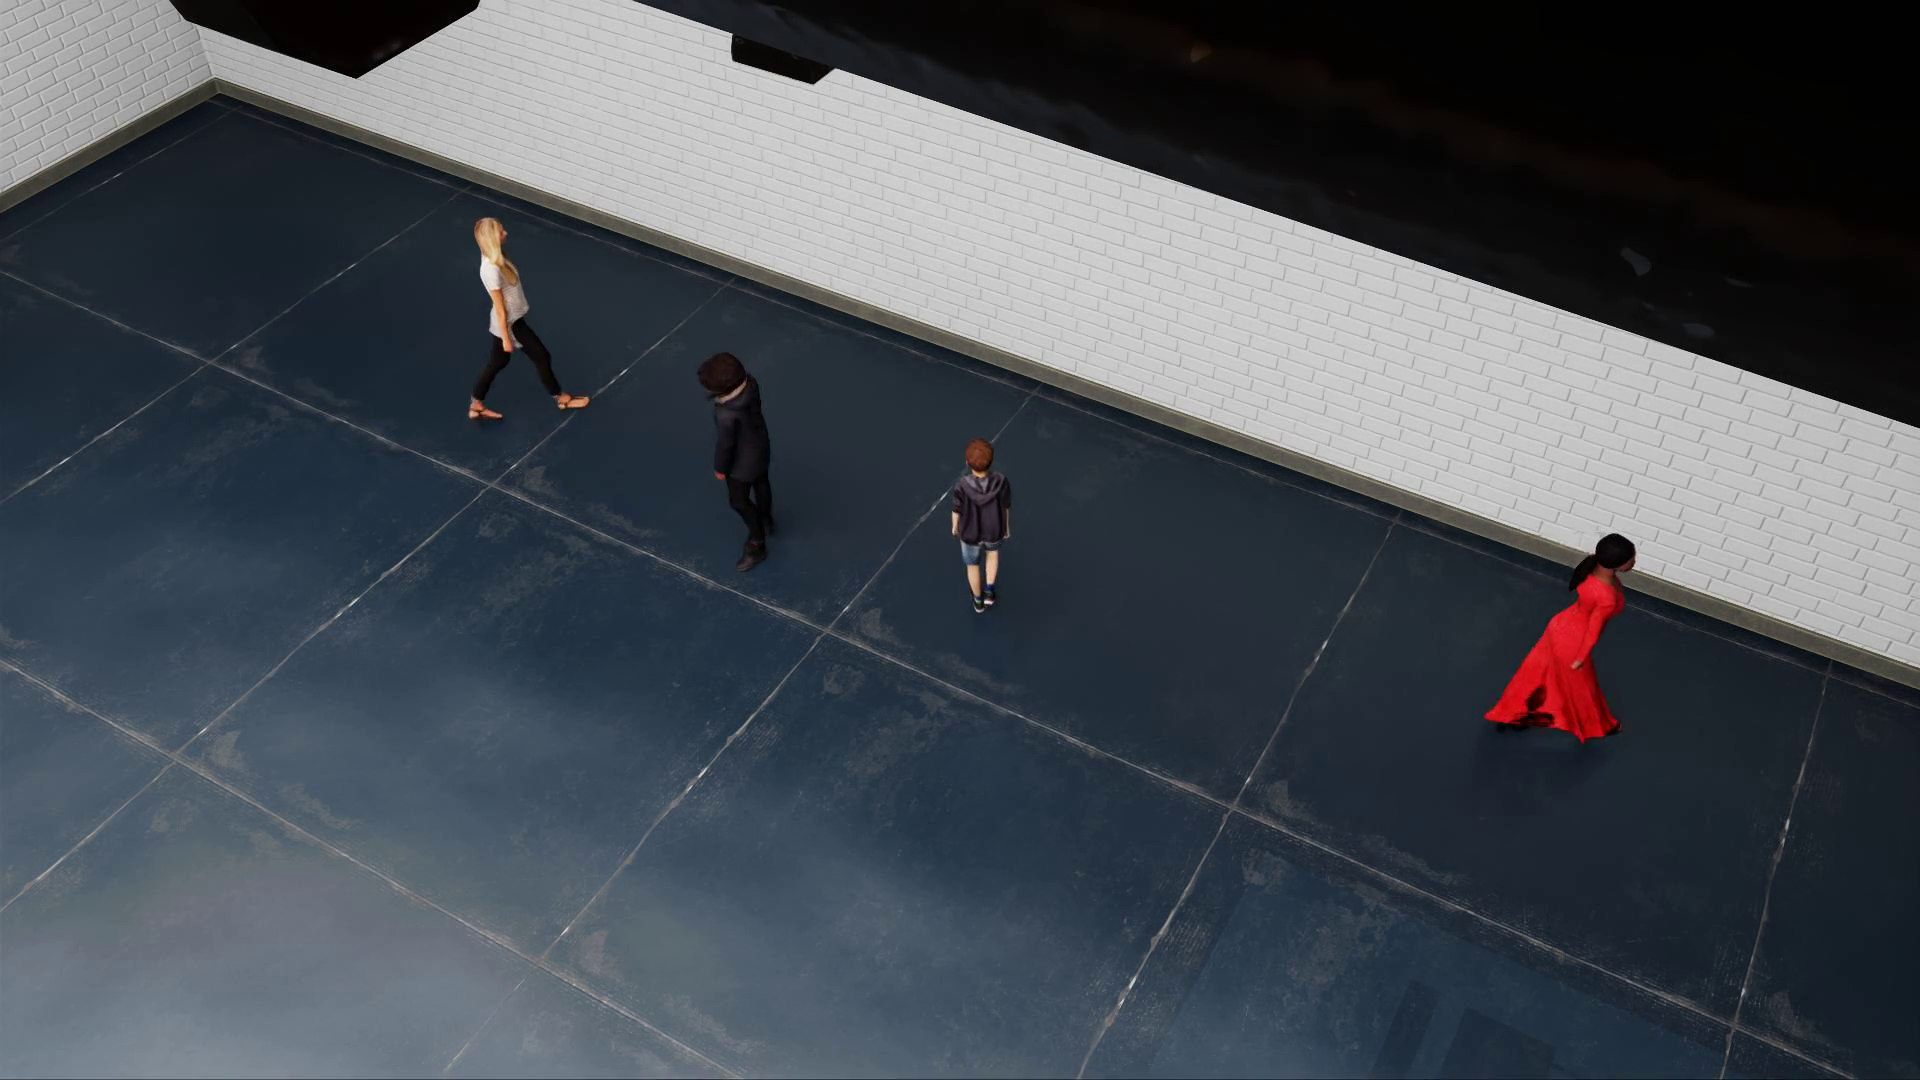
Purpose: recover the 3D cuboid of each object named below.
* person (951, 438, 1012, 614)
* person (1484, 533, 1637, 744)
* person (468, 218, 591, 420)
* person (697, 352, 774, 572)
[{"bbox_3d":[0.148,-0.044,11.023,0.649,1.442,0.698,-6,44,-6],"label":"person"},{"bbox_3d":[3.627,0.620,10.112,1.054,1.746,1.118,-2,44,-2],"label":"person"},{"bbox_3d":[-3.454,-1.586,12.393,1.216,1.784,1.095,-14,45,-14],"label":"person"},{"bbox_3d":[-1.441,-0.647,11.435,0.926,1.746,0.565,27,50,25],"label":"person"}]
